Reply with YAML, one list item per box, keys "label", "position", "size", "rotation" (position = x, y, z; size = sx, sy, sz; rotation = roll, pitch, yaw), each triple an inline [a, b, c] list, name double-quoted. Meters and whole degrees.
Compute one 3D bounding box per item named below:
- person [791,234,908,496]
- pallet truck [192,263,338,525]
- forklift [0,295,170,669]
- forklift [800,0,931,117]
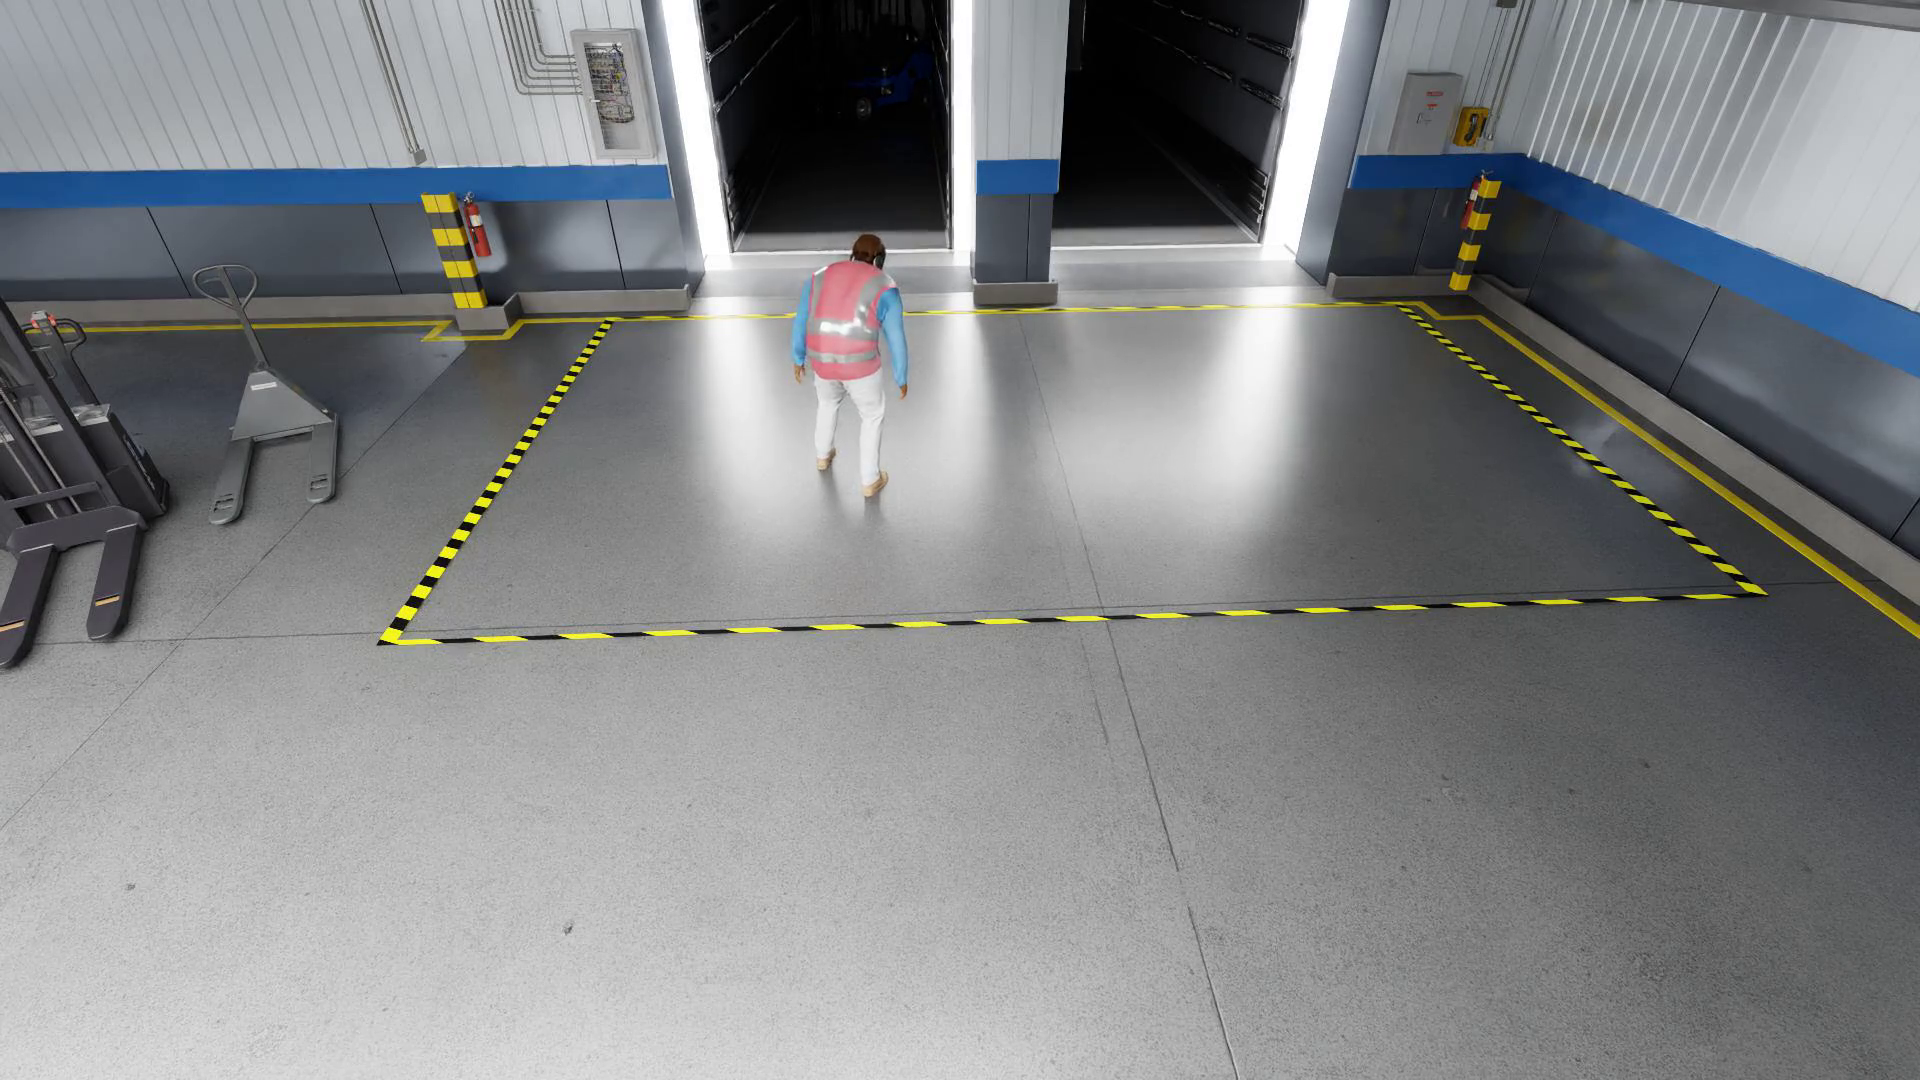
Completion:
- label: "person"
  position: [-0.700, -1.150, 6.032]
  size: [0.817, 1.565, 0.785]
  rotation: [9, 36, 13]
- label: "pallet truck"
  position: [-4.778, -1.027, 6.128]
  size: [0.680, 1.201, 1.601]
  rotation: [-17, 38, -23]
- label: "forklift"
  position: [-5.212, -0.618, 4.878]
  size: [0.823, 1.965, 1.885]
  rotation: [-20, 39, -26]
- label: "forklift"
  position: [-1.651, -8.724, 16.213]
  size: [1.157, 2.036, 2.680]
  rotation: [25, 42, 32]
